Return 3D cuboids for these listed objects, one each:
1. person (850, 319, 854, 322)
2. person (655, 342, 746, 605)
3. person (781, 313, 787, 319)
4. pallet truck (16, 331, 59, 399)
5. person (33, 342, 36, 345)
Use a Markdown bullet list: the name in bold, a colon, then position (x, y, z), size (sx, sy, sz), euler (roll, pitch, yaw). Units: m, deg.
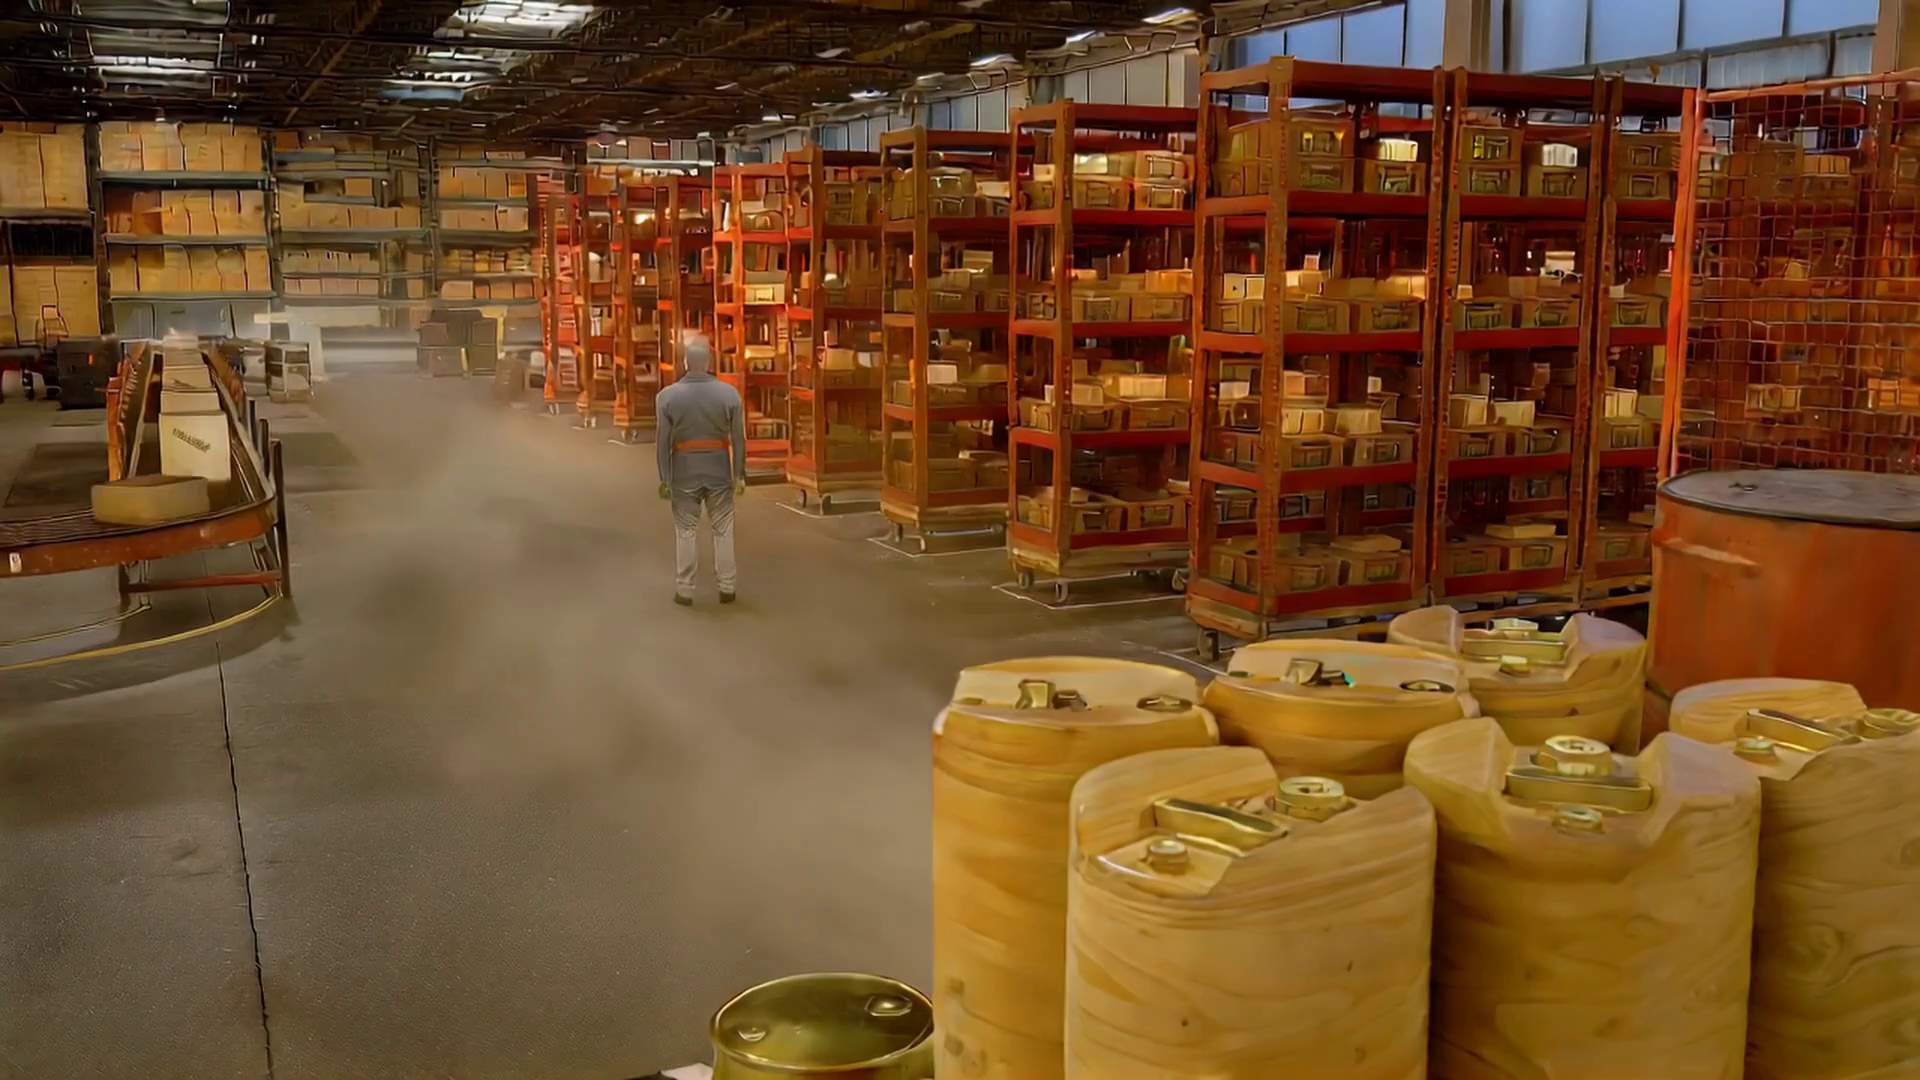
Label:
- **person**: position (-3.430, -6.962, 52.790), size (0.524, 1.741, 0.757), euler (-4, 10, -25)
- **person**: position (-1.884, -0.479, 12.074), size (0.654, 1.906, 0.406), euler (-2, 9, -14)
- **person**: position (-4.658, -5.976, 45.955), size (0.611, 1.985, 0.414), euler (-6, 11, -32)
- **pallet truck**: position (-17.082, -3.353, 31.781), size (1.630, 1.274, 0.653), euler (-4, 10, -25)
- **person**: position (-24.249, -5.456, 43.795), size (0.266, 1.631, 0.509), euler (8, 12, 40)
